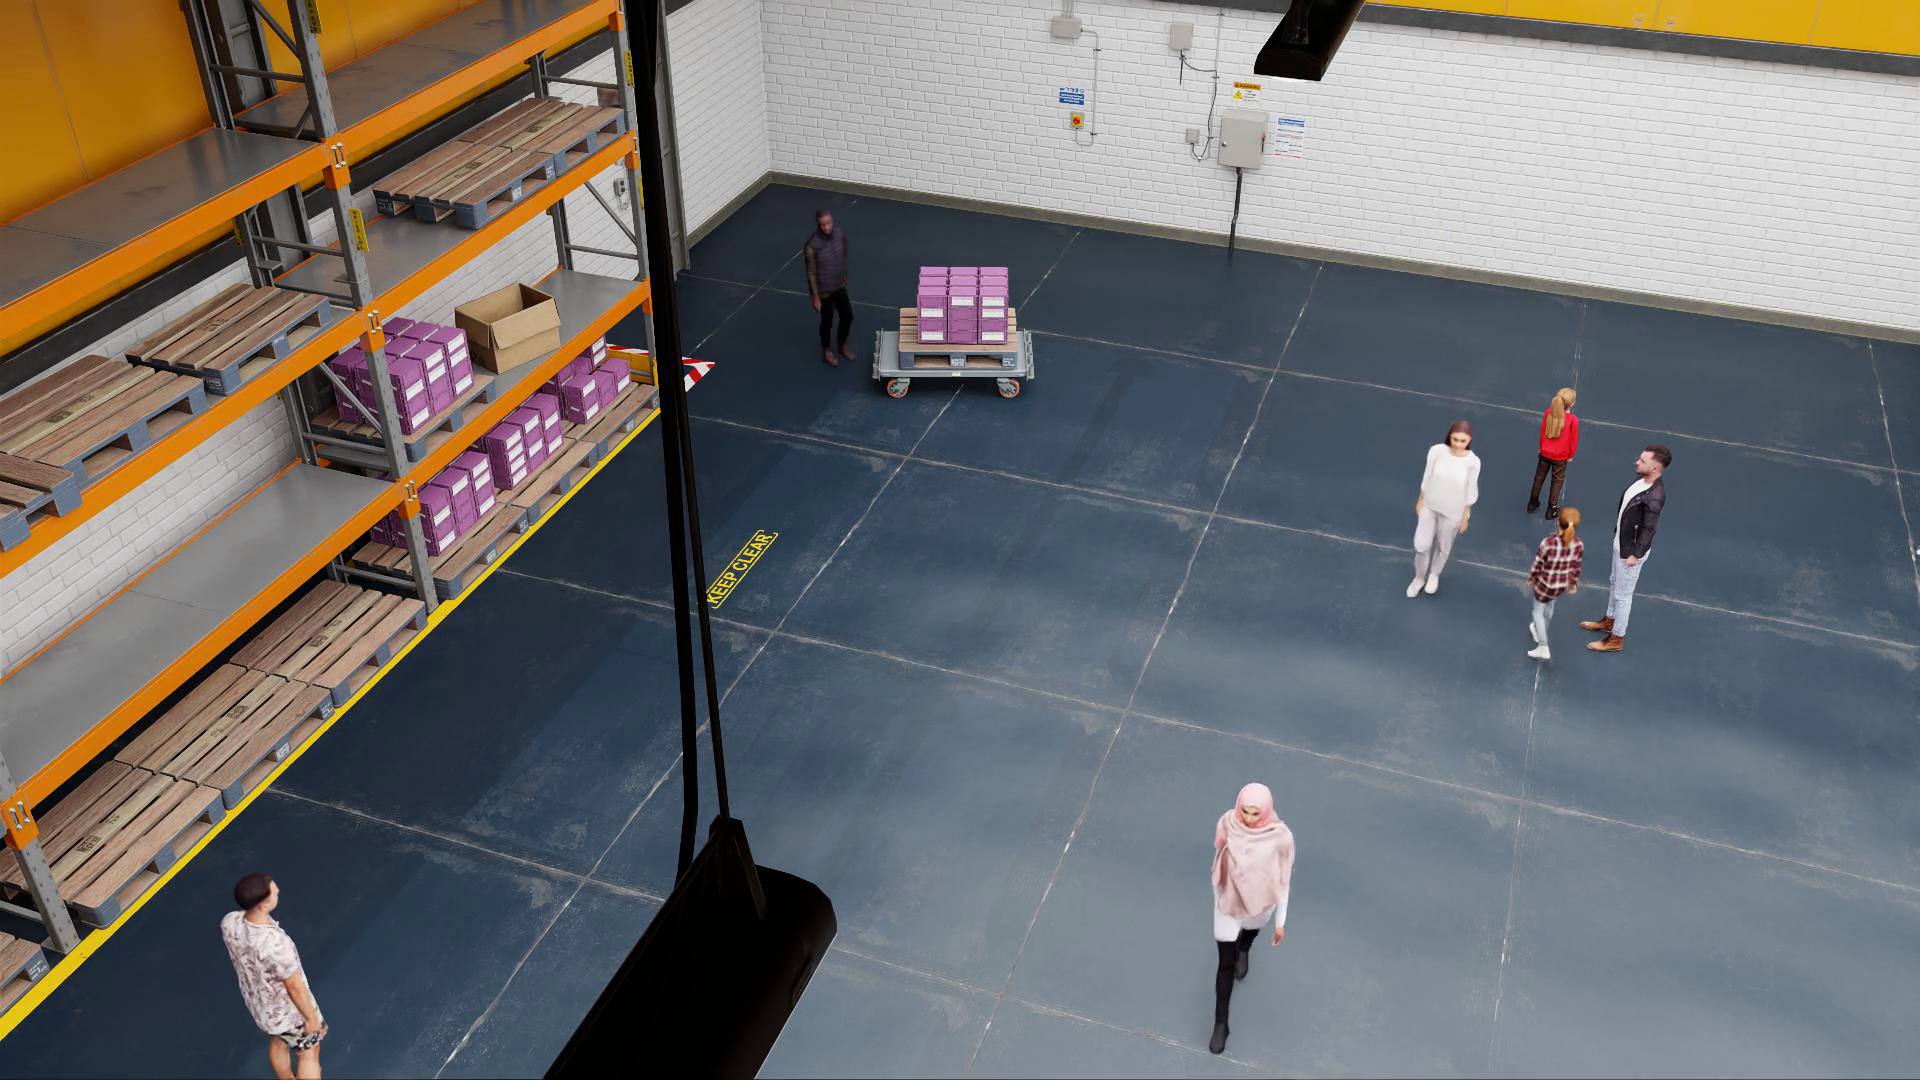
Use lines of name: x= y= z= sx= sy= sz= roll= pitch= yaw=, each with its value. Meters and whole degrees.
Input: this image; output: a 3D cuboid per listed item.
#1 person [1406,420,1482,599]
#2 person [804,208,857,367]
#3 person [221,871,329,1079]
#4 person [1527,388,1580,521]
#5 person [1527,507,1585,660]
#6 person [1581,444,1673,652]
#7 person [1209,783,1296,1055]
person: x=4.037 y=-0.311 z=13.818 sx=0.660 sy=1.675 sz=0.665 roll=15 pitch=36 yaw=21
person: x=-1.362 y=-2.621 z=17.181 sx=0.909 sy=1.800 sz=0.774 roll=22 pitch=39 yaw=29
person: x=-3.841 y=2.577 z=9.350 sx=0.715 sy=1.811 sz=0.644 roll=19 pitch=38 yaw=26
person: x=5.328 y=-0.788 z=14.892 sx=0.569 sy=1.281 sz=0.605 roll=28 pitch=43 yaw=35
person: x=4.702 y=0.358 z=13.161 sx=0.723 sy=1.288 sz=0.854 roll=-5 pitch=34 yaw=-8
person: x=5.311 y=0.049 z=13.131 sx=0.751 sy=1.837 sz=0.548 roll=6 pitch=34 yaw=8
person: x=1.751 y=2.139 z=10.062 sx=0.719 sy=1.753 sz=1.199 roll=8 pitch=35 yaw=12
